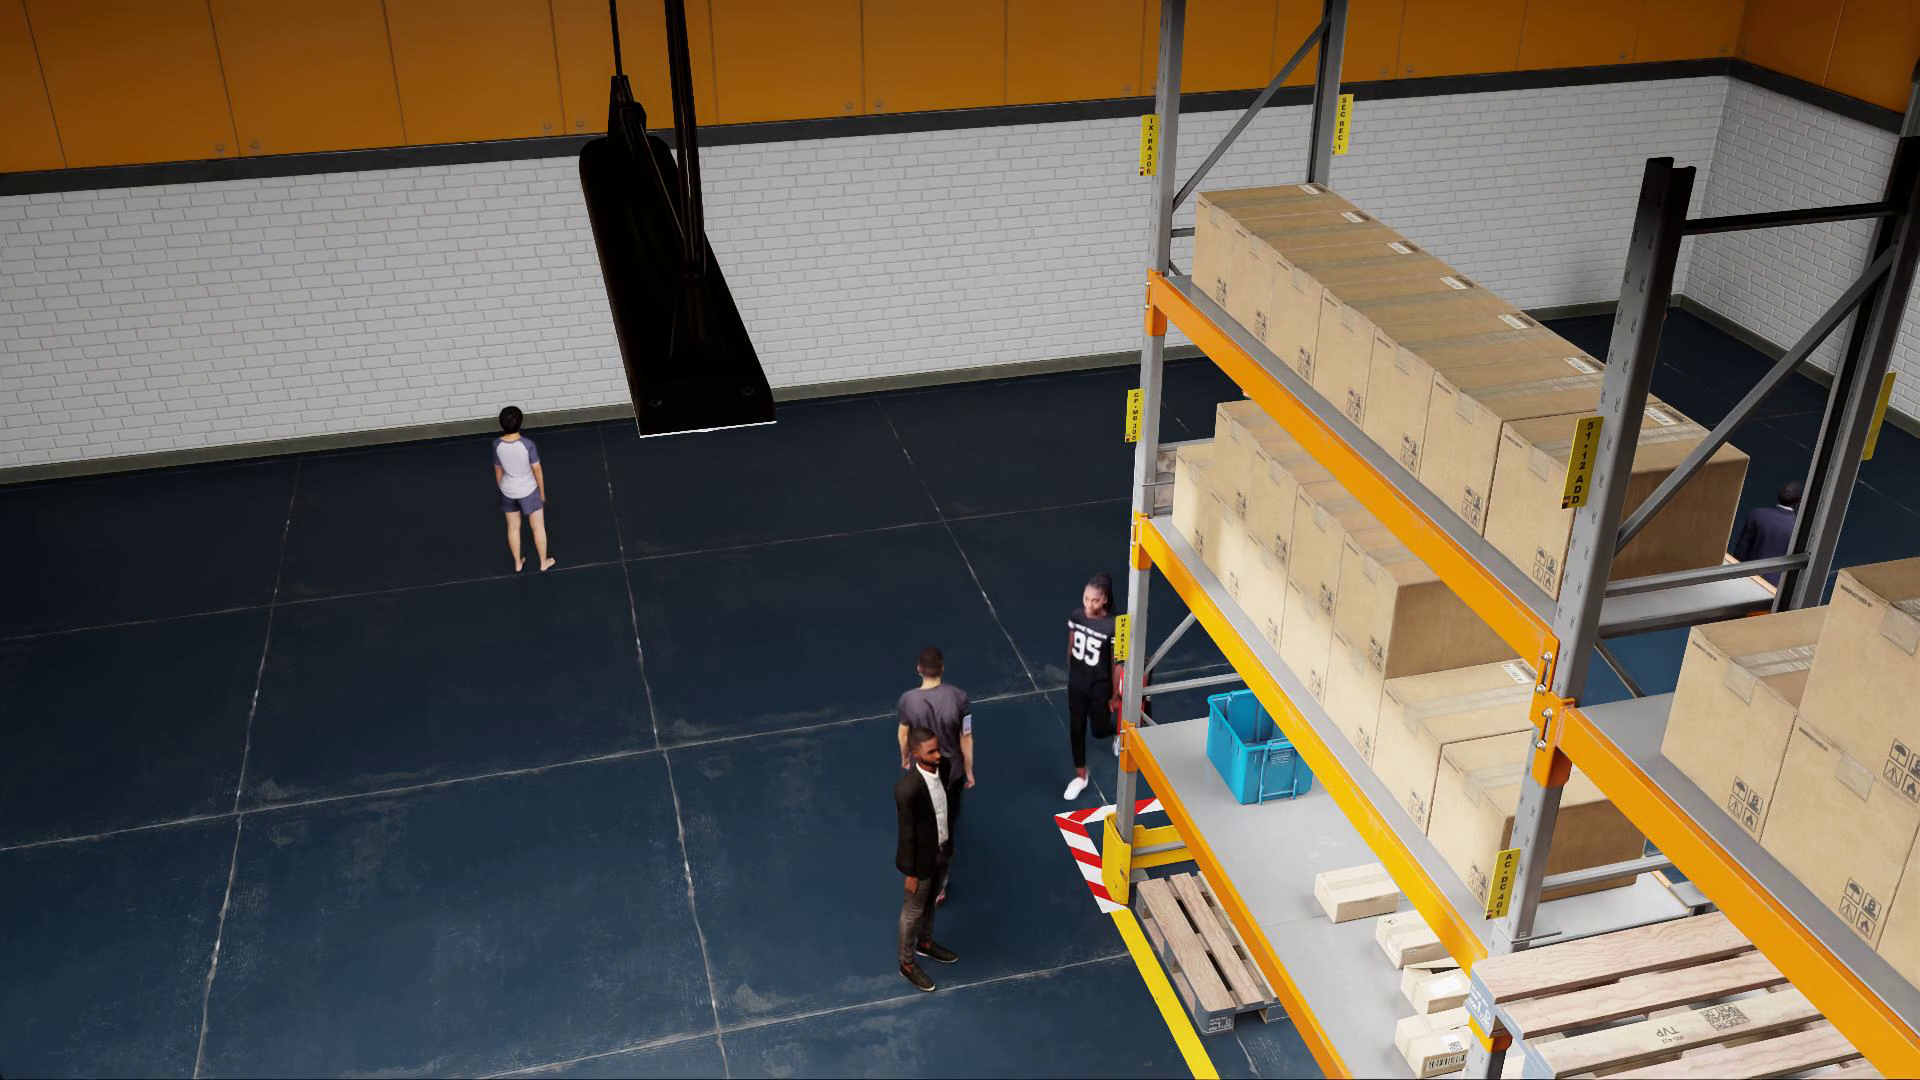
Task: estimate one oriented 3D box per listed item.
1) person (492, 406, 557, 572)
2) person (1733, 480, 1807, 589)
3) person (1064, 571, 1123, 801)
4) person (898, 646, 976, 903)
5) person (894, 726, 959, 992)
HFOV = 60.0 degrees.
[{"bbox_3d":[-3.865,-0.454,14.616,0.629,1.565,0.620,2,29,3],"label":"person"},{"bbox_3d":[6.258,0.361,13.003,1.123,1.680,1.103,19,34,30],"label":"person"},{"bbox_3d":[0.978,0.996,11.804,0.996,1.712,1.018,19,34,31],"label":"person"},{"bbox_3d":[-0.163,1.559,10.770,0.839,1.714,1.209,0,29,0],"label":"person"},{"bbox_3d":[-0.221,1.892,10.071,0.792,1.799,0.742,17,33,28],"label":"person"}]
